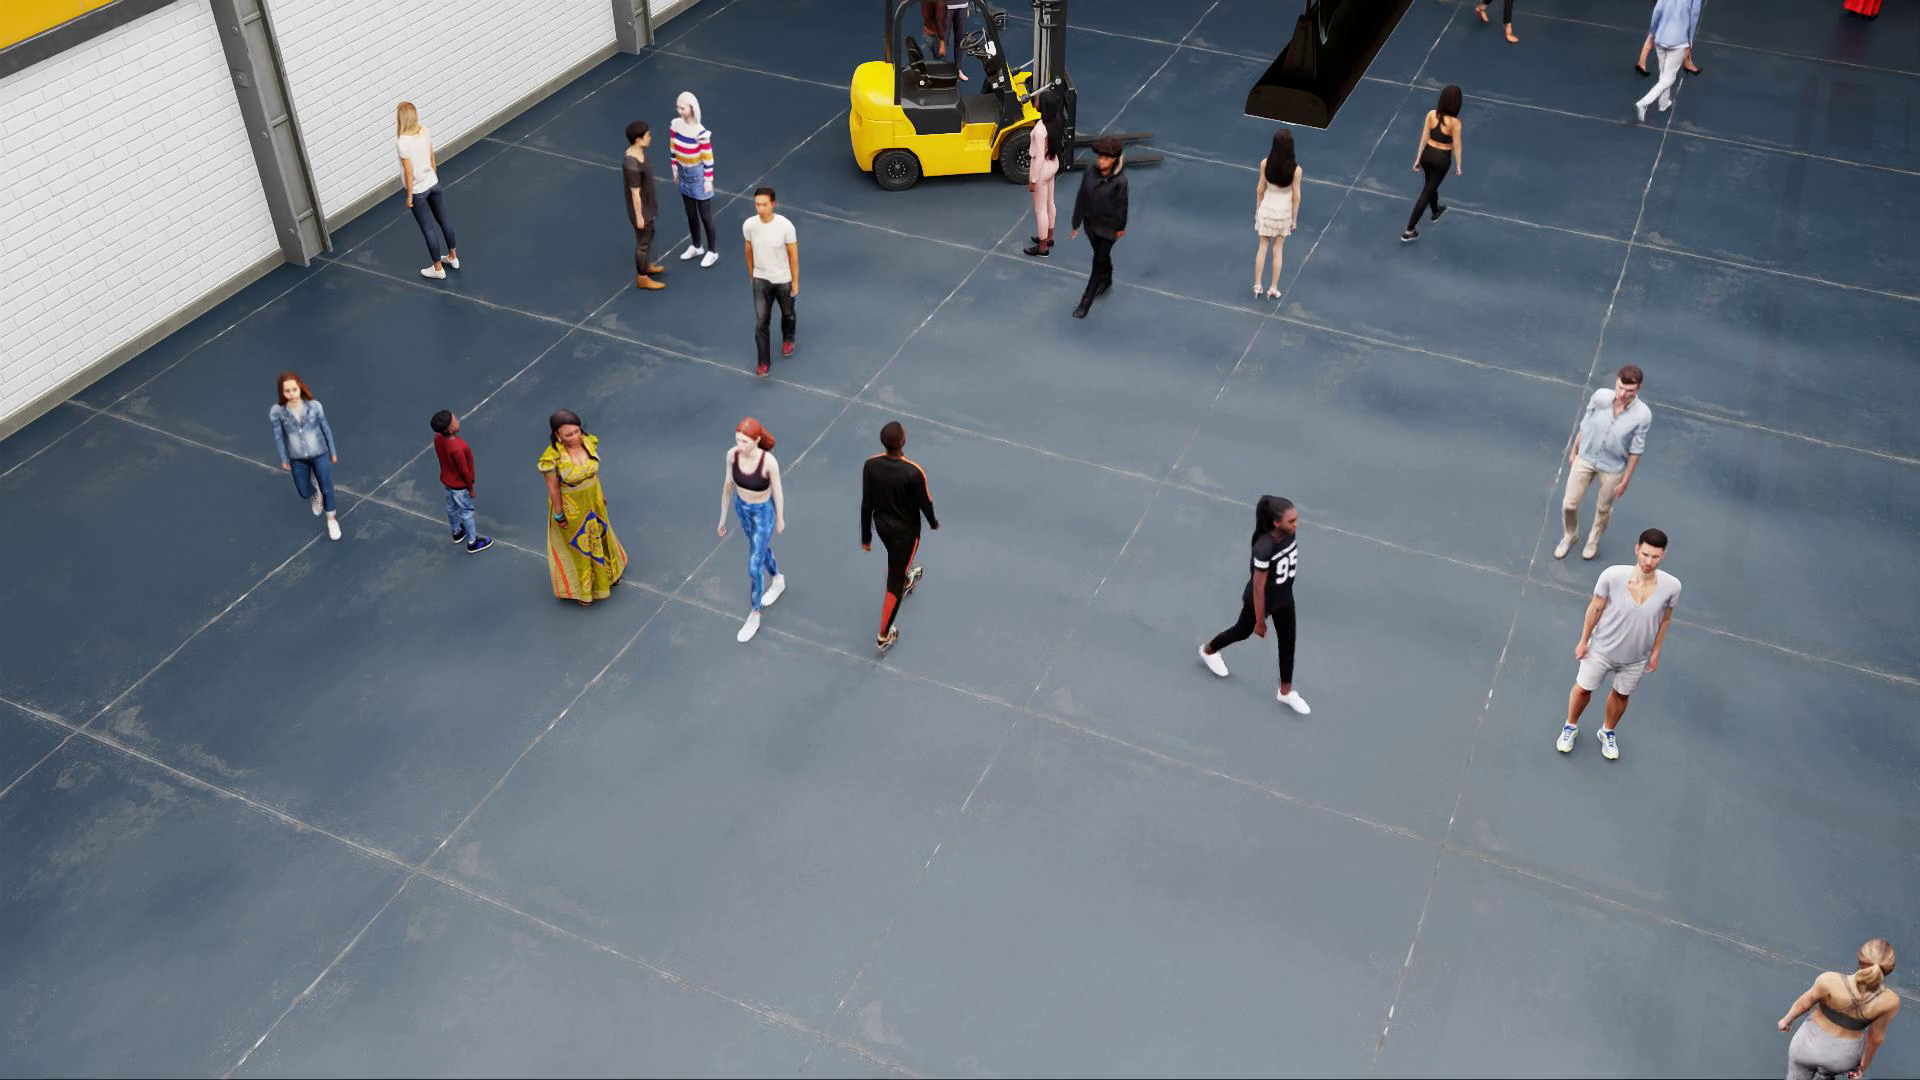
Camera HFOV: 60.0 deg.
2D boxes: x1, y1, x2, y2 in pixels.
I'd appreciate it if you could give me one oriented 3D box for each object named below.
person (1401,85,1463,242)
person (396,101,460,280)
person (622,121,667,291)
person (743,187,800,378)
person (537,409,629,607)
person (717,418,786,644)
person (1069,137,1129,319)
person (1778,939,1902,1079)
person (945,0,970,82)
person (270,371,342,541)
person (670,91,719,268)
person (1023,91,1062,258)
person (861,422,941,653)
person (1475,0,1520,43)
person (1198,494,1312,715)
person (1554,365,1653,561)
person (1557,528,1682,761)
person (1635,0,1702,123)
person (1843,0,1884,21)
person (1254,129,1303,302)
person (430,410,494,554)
[{"bbox_3d":[4.773,-3.780,16.850,0.831,1.601,1.154,32,48,33],"label":"person"},{"bbox_3d":[-5.228,-3.422,16.236,0.664,1.808,0.423,17,42,20],"label":"person"},{"bbox_3d":[-3.095,-3.247,16.097,0.776,1.708,0.643,-3,39,-4],"label":"person"},{"bbox_3d":[-1.648,-2.416,15.018,0.914,1.767,1.147,1,39,1],"label":"person"},{"bbox_3d":[-2.856,-0.275,12.422,0.964,1.661,0.778,24,44,27],"label":"person"},{"bbox_3d":[-1.451,-0.195,12.247,0.608,1.755,0.977,20,43,23],"label":"person"},{"bbox_3d":[1.373,-3.029,15.813,0.728,1.723,1.160,22,44,25],"label":"person"},{"bbox_3d":[4.500,2.714,8.648,0.585,1.690,0.647,13,40,16],"label":"person"},{"bbox_3d":[-0.098,-6.384,19.978,0.656,1.768,0.753,-19,42,-22],"label":"person"},{"bbox_3d":[-5.141,-0.709,13.110,0.782,1.470,0.841,-13,40,-16],"label":"person"},{"bbox_3d":[-2.616,-3.575,16.427,0.687,1.809,0.567,24,44,27],"label":"person"},{"bbox_3d":[0.843,-3.668,16.615,0.678,1.721,0.470,15,41,18],"label":"person"},{"bbox_3d":[-0.496,-0.007,11.996,0.616,1.765,1.149,16,41,20],"label":"person"},{"bbox_3d":[6.958,-7.347,21.176,1.187,1.777,1.162,-18,42,-21],"label":"person"},{"bbox_3d":[2.049,0.397,11.548,0.923,1.692,1.171,29,47,32],"label":"person"},{"bbox_3d":[4.930,-0.606,12.703,0.763,1.817,0.797,24,44,27],"label":"person"},{"bbox_3d":[4.397,0.682,11.061,0.730,1.855,0.638,8,39,10],"label":"person"},{"bbox_3d":[8.132,-5.719,19.083,1.199,1.845,0.975,-24,44,-27],"label":"person"},{"bbox_3d":[12.013,-7.661,21.575,0.839,1.781,0.795,-18,42,-21],"label":"person"},{"bbox_3d":[3.006,-3.096,15.885,0.572,1.737,0.533,18,42,21],"label":"person"},{"bbox_3d":[-3.937,-0.470,12.985,0.551,1.253,0.564,30,47,32],"label":"person"}]
